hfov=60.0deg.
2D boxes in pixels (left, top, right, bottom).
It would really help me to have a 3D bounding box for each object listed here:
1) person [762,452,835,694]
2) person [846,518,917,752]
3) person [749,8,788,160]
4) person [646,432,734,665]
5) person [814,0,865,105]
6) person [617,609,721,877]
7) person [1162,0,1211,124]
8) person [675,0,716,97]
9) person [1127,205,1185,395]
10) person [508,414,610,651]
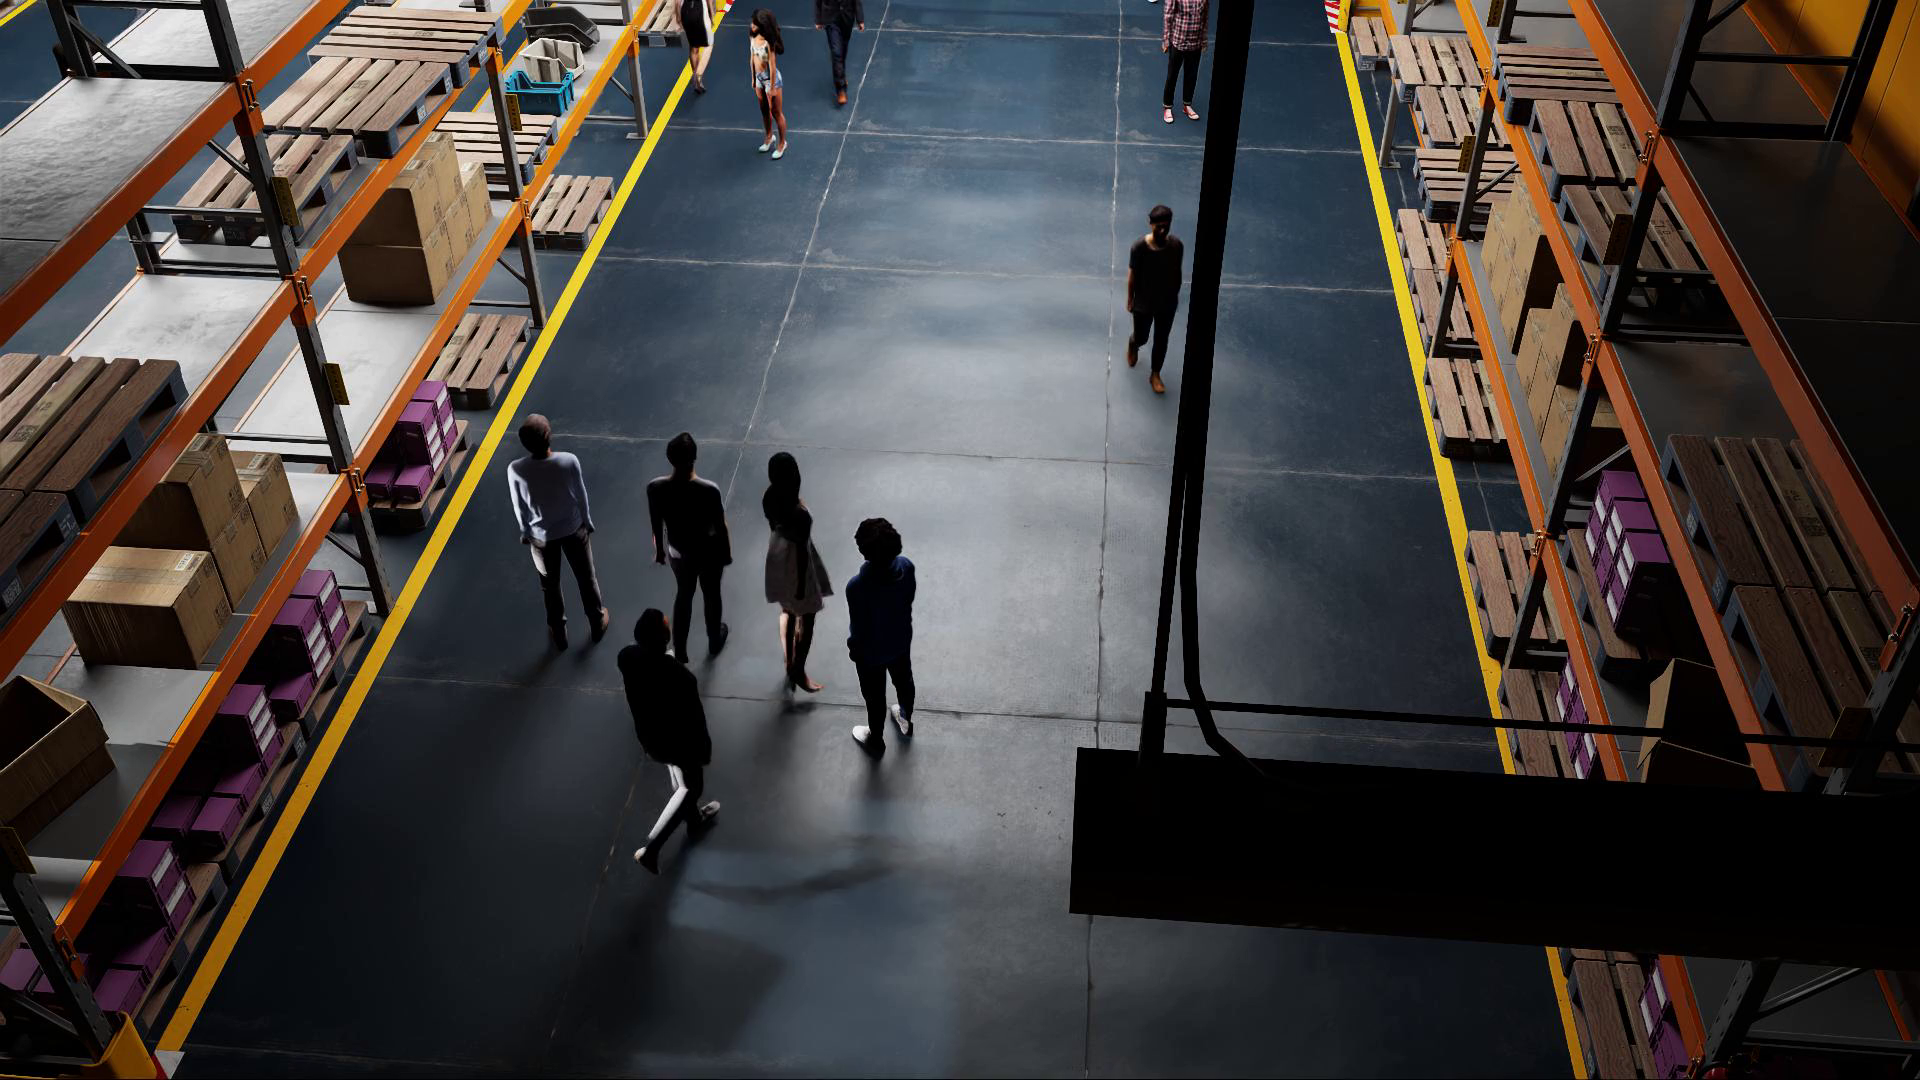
[{"bbox_3d":[-1.134,0.250,11.122,0.915,1.735,0.860,-18,42,-22],"label":"person"},{"bbox_3d":[-0.494,0.602,10.620,0.756,1.811,0.803,-25,45,-28],"label":"person"},{"bbox_3d":[-2.026,-4.832,17.577,0.731,1.621,0.674,-29,47,-32],"label":"person"},{"bbox_3d":[-1.806,0.134,11.175,0.695,1.851,0.892,5,39,7],"label":"person"},{"bbox_3d":[-1.382,-5.942,18.856,0.940,1.759,1.258,-8,39,-10],"label":"person"},{"bbox_3d":[-1.769,1.187,9.788,1.009,1.934,1.176,23,44,26],"label":"person"},{"bbox_3d":[2.482,-5.508,18.312,0.775,1.759,0.754,-10,40,-12],"label":"person"},{"bbox_3d":[-2.973,-5.788,18.644,0.629,1.784,0.757,5,39,6],"label":"person"},{"bbox_3d":[1.633,-2.087,14.076,0.742,1.700,0.906,-6,39,-8],"label":"person"},{"bbox_3d":[-2.750,-0.056,11.378,0.729,1.894,0.699,-9,40,-11],"label":"person"}]
